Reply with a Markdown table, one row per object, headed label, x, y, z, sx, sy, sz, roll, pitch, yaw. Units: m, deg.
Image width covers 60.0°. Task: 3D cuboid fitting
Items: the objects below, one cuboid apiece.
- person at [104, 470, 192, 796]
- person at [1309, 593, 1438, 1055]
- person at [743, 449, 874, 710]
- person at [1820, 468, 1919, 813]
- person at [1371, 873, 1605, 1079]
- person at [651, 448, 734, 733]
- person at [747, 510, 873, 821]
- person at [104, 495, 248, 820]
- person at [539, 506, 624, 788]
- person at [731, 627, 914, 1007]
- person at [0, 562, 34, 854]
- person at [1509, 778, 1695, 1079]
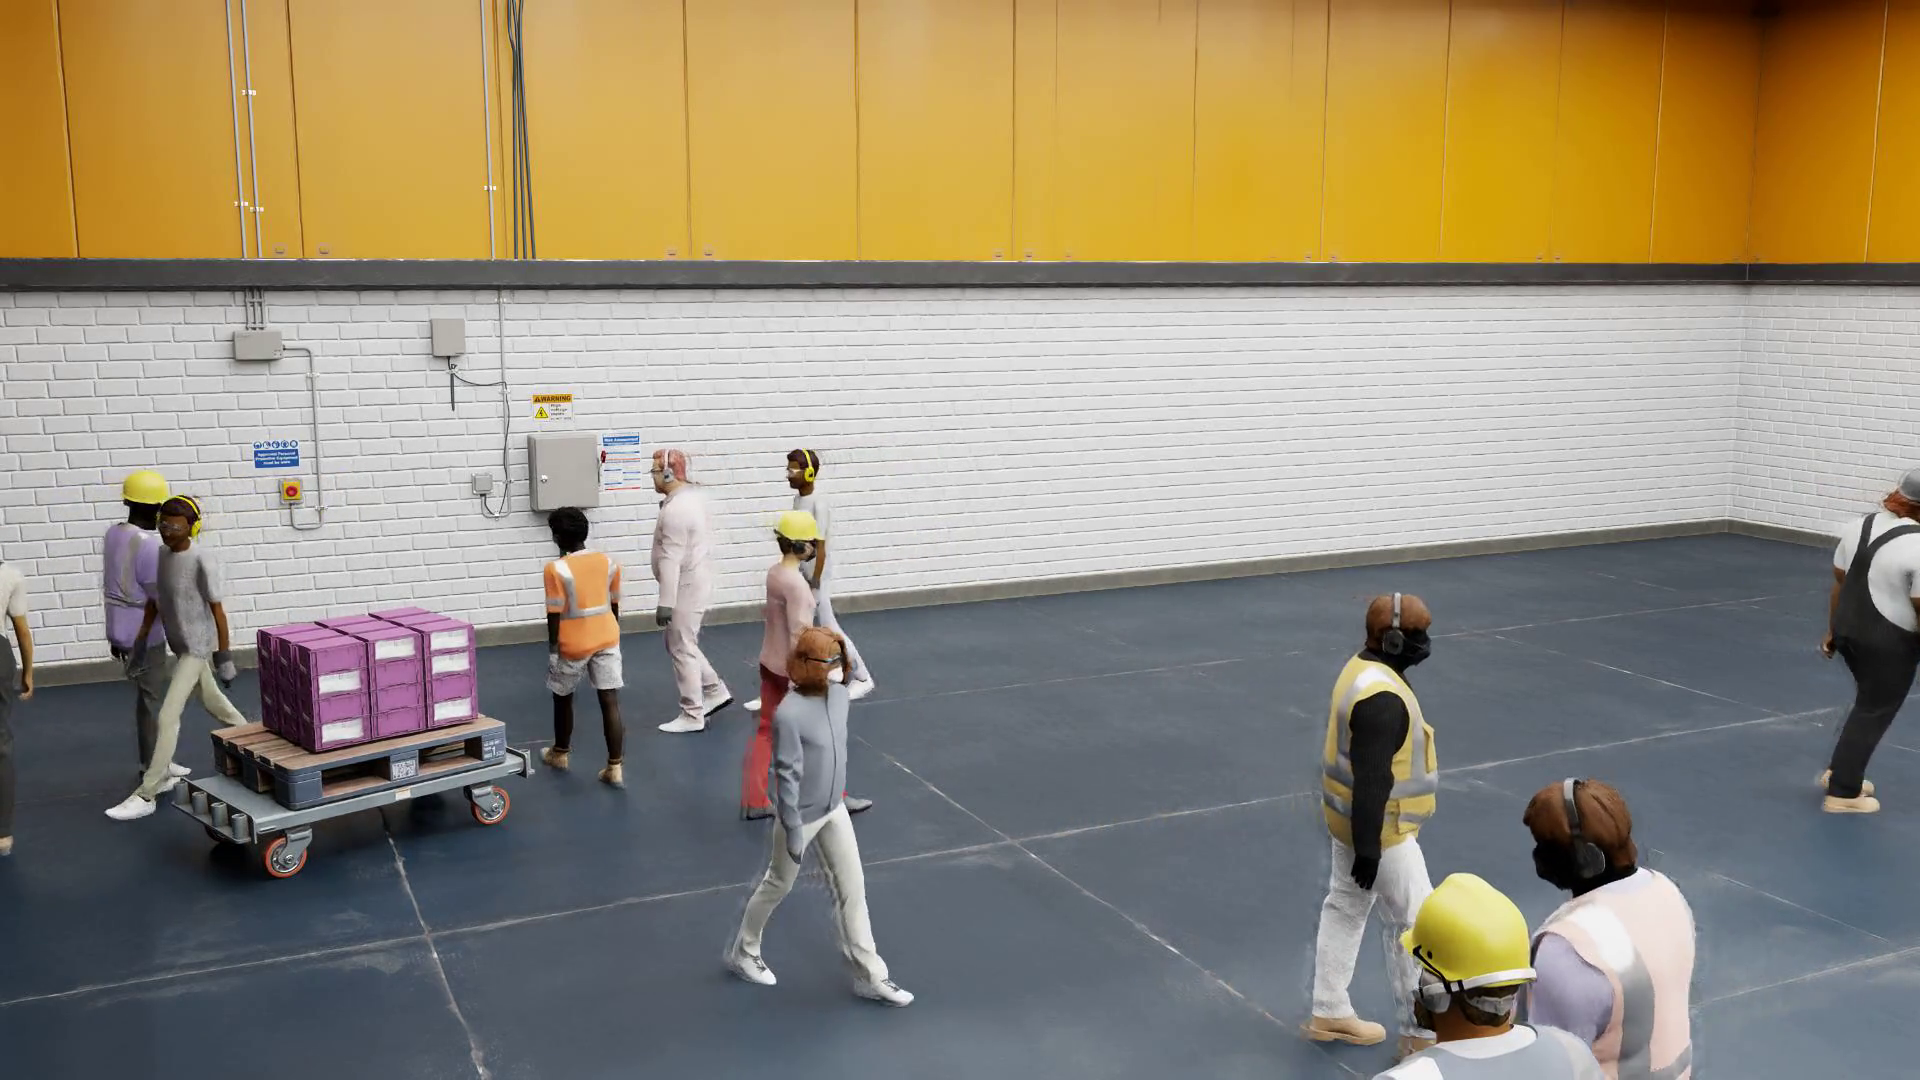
| label | x | y | z | sx | sy | sz | roll | pitch | yaw |
| --- | --- | --- | --- | --- | --- | --- | --- | --- | --- |
| person | -4.733 | 0.537 | 9.682 | 0.426 | 1.898 | 0.629 | -9 | 13 | -44 |
| person | 1.739 | 1.104 | 6.400 | 0.785 | 1.814 | 0.661 | 1 | 9 | 8 |
| person | -1.020 | 0.270 | 11.610 | 0.959 | 1.821 | 0.536 | -5 | 11 | -30 |
| person | 5.161 | 0.538 | 9.230 | 0.605 | 2.000 | 0.696 | -1 | 9 | -4 |
| person | 1.013 | 1.577 | 3.426 | 0.591 | 1.833 | 0.403 | -5 | 10 | -28 |
| person | -1.823 | 0.336 | 10.962 | 0.414 | 1.886 | 0.686 | 0 | 9 | 0 |
| person | -0.846 | 0.696 | 9.219 | 0.793 | 1.735 | 0.532 | -5 | 10 | -27 |
| person | -4.370 | 0.627 | 9.433 | 0.545 | 1.801 | 1.023 | 8 | 12 | 40 |
| person | -2.284 | 0.615 | 9.913 | 0.570 | 1.650 | 0.814 | -9 | 13 | -43 |
| person | -0.627 | 1.134 | 6.936 | 0.866 | 1.588 | 0.522 | 6 | 11 | 31 |
| person | -5.205 | 0.717 | 8.791 | 0.539 | 1.819 | 0.708 | -7 | 11 | -35 |
| person | 1.632 | 1.485 | 4.078 | 0.647 | 1.817 | 0.658 | 8 | 12 | 40 |
